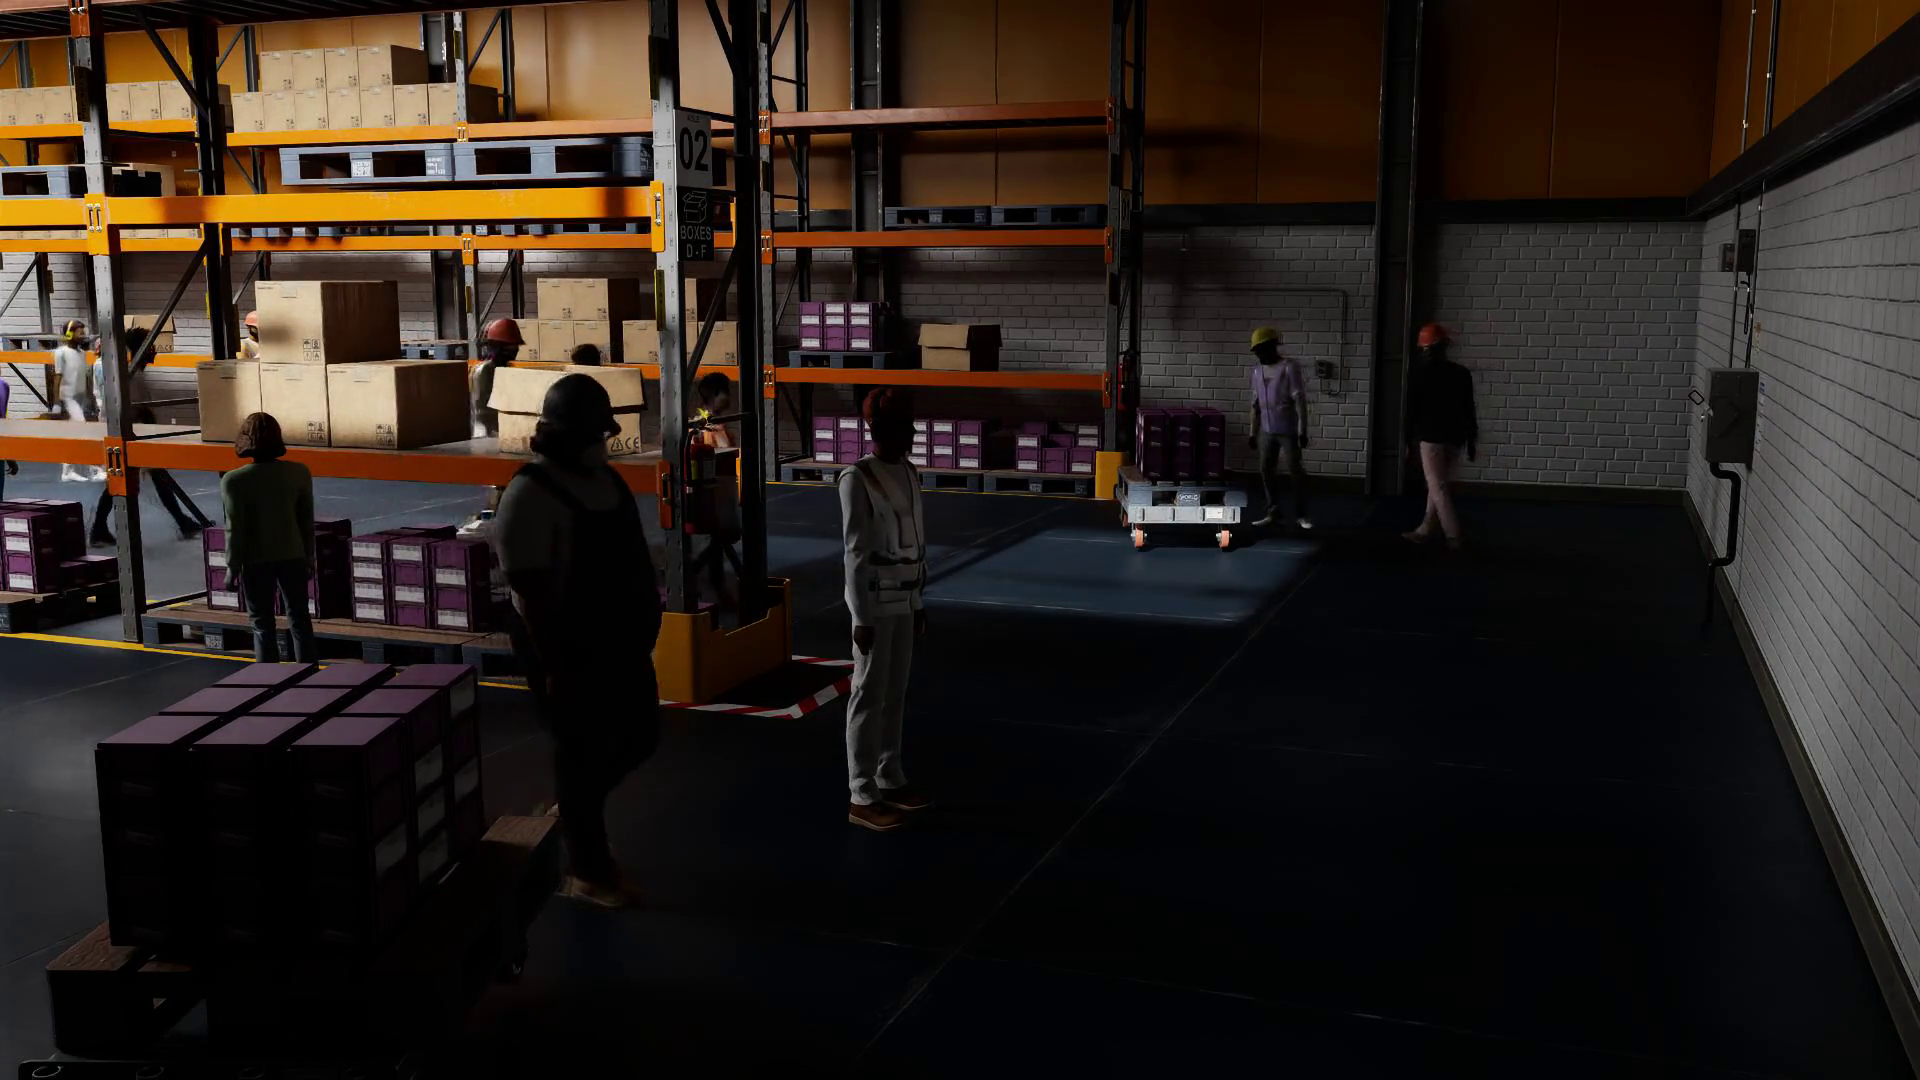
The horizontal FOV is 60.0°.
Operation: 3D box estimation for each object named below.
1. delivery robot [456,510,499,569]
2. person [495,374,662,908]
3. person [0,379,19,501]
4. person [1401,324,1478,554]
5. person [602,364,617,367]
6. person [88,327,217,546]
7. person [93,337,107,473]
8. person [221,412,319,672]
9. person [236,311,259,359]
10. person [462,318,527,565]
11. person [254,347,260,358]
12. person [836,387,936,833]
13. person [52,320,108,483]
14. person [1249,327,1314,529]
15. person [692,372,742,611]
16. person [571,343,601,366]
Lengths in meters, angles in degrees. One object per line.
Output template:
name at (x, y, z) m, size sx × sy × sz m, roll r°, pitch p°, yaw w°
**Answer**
delivery robot at (-3.600, 0.015, 12.720) m, size 0.707 × 0.478 × 0.477 m, roll -4°, pitch 10°, yaw -25°
person at (-1.395, 0.360, 6.195) m, size 0.584 × 2.000 × 0.702 m, roll 4°, pitch 10°, yaw 23°
person at (-7.809, -0.667, 13.254) m, size 0.395 × 1.847 × 0.564 m, roll 4°, pitch 10°, yaw 22°
person at (4.127, -0.863, 14.210) m, size 0.620 × 1.958 × 0.918 m, roll -3°, pitch 10°, yaw -19°
person at (-3.123, -0.728, 14.425) m, size 0.837 × 1.601 × 0.522 m, roll 2°, pitch 9°, yaw 14°
person at (-7.173, -0.903, 14.566) m, size 1.043 × 1.909 × 0.609 m, roll -4°, pitch 10°, yaw -22°
person at (-9.980, -1.554, 19.487) m, size 0.307 × 1.637 × 0.511 m, roll -3°, pitch 10°, yaw -19°
person at (-3.680, 0.134, 8.891) m, size 0.278 × 1.634 × 0.497 m, roll 8°, pitch 12°, yaw 41°
person at (-8.364, -1.757, 19.829) m, size 0.376 × 1.933 × 0.544 m, roll 1°, pitch 9°, yaw 9°
person at (-3.762, -0.790, 13.484) m, size 0.594 × 2.018 × 0.645 m, roll 1°, pitch 9°, yaw 7°
person at (-4.885, -0.516, 12.019) m, size 0.544 × 1.939 × 0.354 m, roll 6°, pitch 11°, yaw 33°
person at (-0.309, 0.288, 7.146) m, size 0.355 × 1.883 × 0.574 m, roll 4°, pitch 10°, yaw 23°
person at (-9.919, -1.560, 18.877) m, size 0.783 × 1.840 × 0.573 m, roll 0°, pitch 9°, yaw 2°
person at (3.011, -1.037, 15.512) m, size 0.525 × 1.876 × 0.668 m, roll -7°, pitch 11°, yaw -36°
person at (-1.743, -0.337, 11.666) m, size 0.452 × 1.685 × 0.548 m, roll 1°, pitch 9°, yaw 5°
person at (-2.958, -0.706, 13.647) m, size 0.452 × 1.803 × 0.664 m, roll -3°, pitch 9°, yaw -15°
